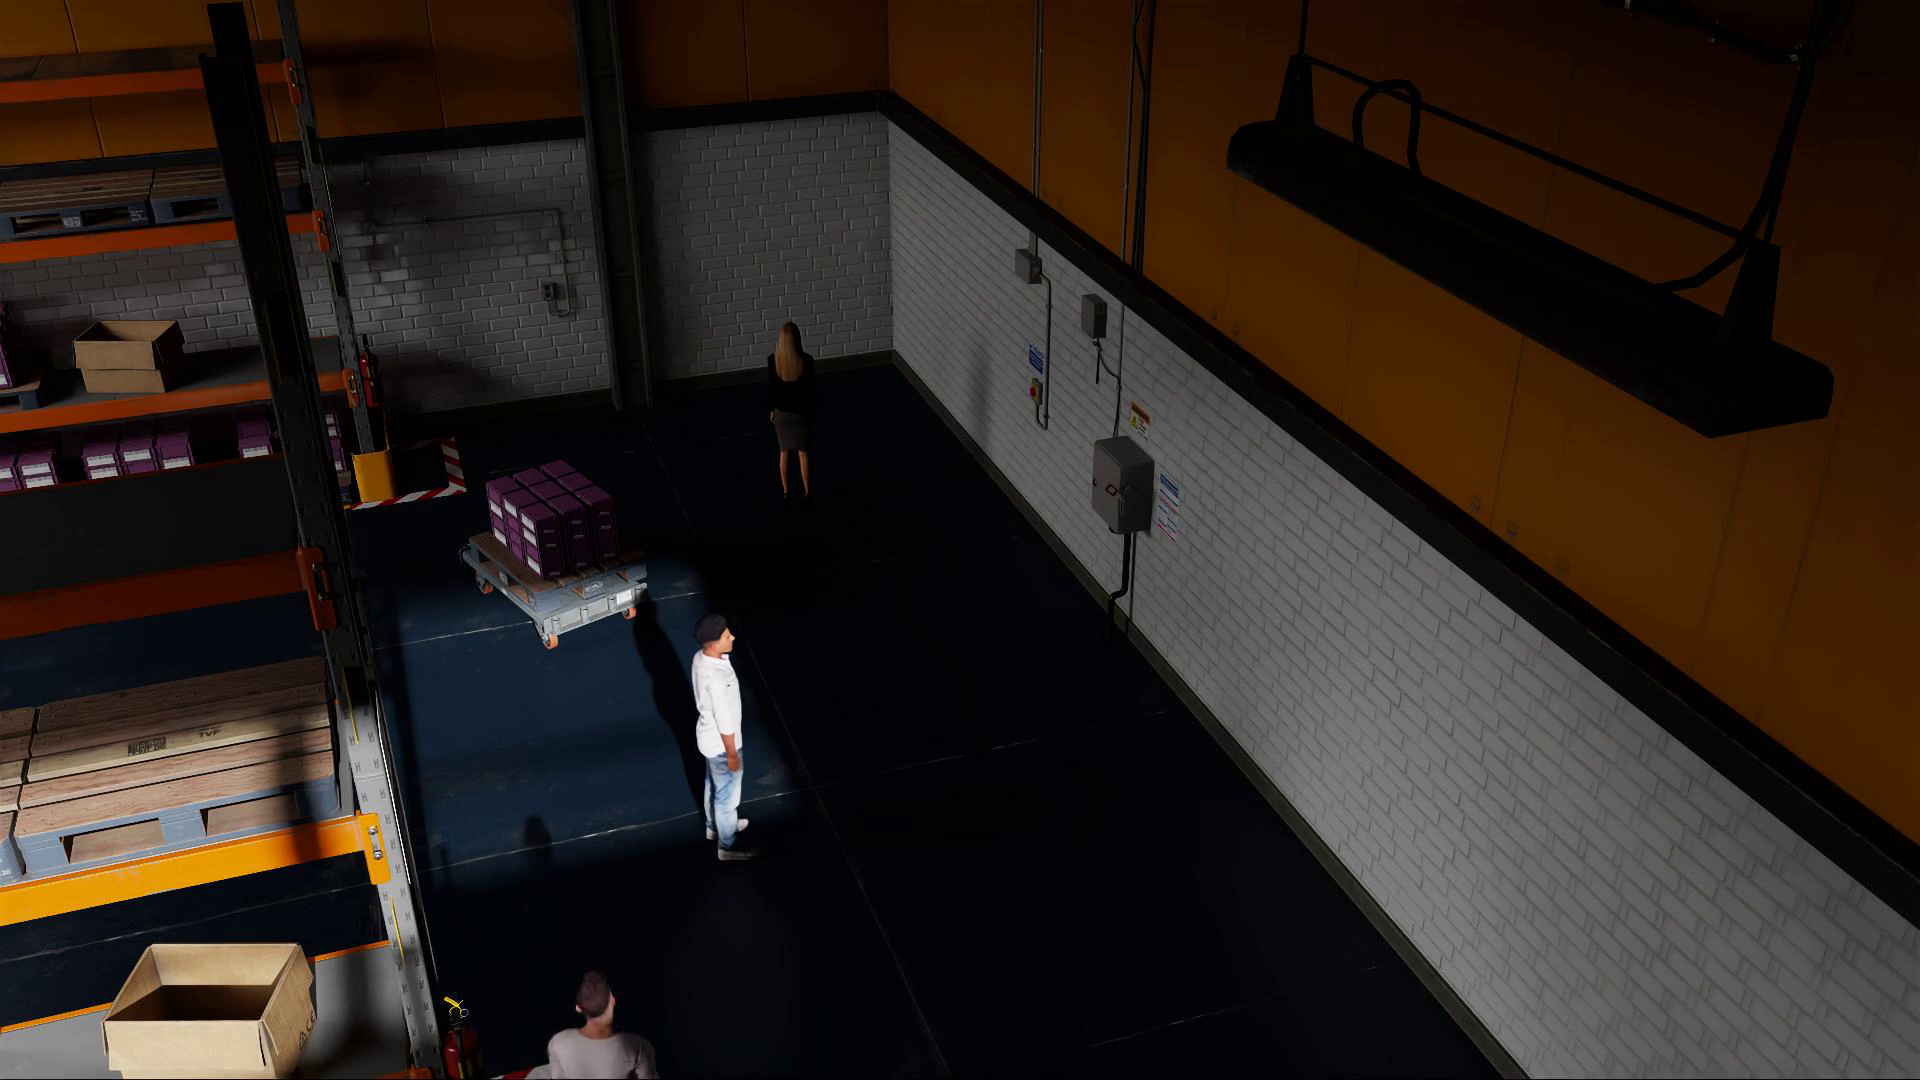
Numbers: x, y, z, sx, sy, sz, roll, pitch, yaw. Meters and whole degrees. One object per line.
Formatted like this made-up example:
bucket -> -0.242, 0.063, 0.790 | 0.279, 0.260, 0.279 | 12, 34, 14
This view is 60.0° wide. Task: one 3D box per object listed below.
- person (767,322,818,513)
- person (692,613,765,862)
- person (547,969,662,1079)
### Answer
person -> -1.534, -1.122, 15.270 | 0.563, 1.841, 0.704 | -3, 29, -5
person -> -1.579, 1.274, 10.903 | 0.563, 1.816, 0.629 | -11, 30, -19
person -> -1.693, 2.867, 7.977 | 0.824, 1.820, 0.944 | 5, 29, 9
